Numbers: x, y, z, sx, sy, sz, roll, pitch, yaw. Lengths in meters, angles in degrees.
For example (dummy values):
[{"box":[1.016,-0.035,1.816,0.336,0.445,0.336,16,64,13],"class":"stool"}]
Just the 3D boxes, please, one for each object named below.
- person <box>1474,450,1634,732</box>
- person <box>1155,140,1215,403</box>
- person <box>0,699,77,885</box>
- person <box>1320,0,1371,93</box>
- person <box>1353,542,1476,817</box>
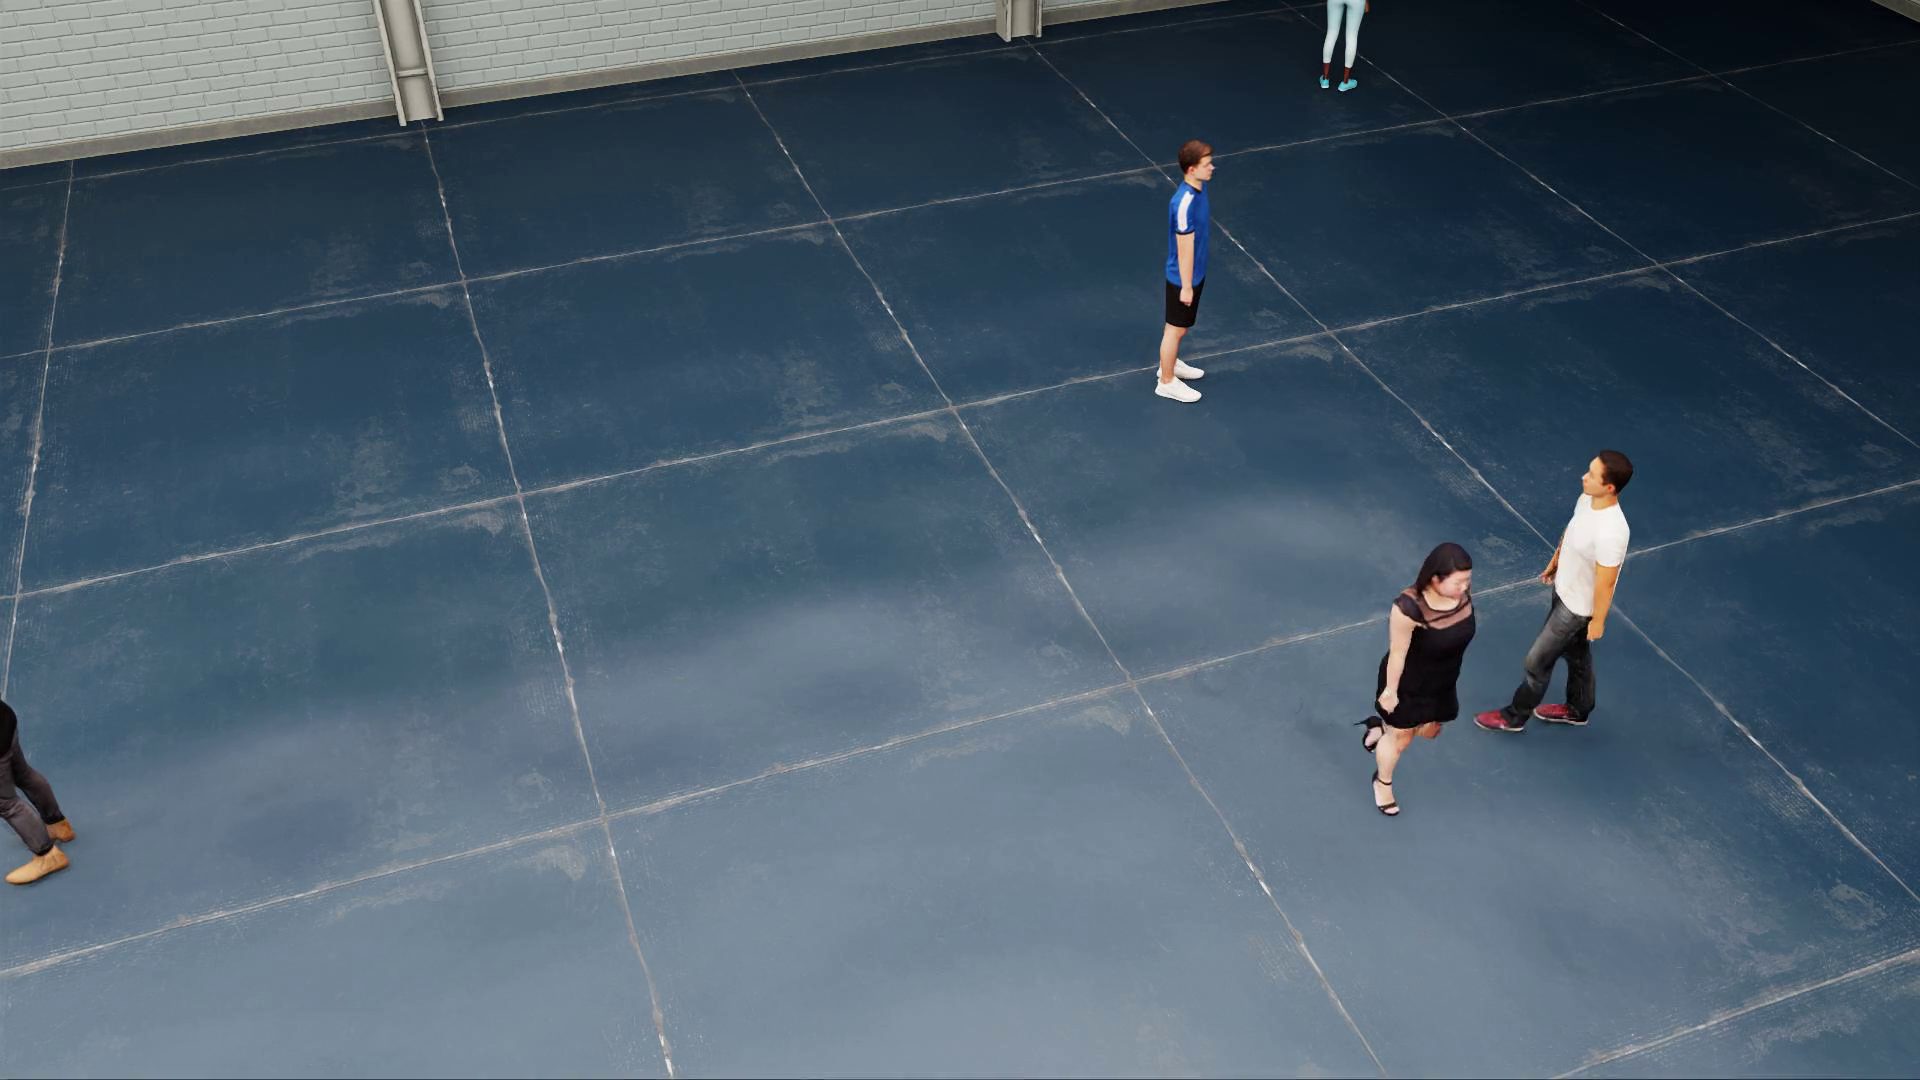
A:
[{"box":[3.302,0.316,8.612,1.016,1.782,0.903,4,38,5],"class":"person"},{"box":[1.528,-1.845,11.305,0.751,1.866,0.737,7,39,9],"class":"person"},{"box":[-4.646,0.906,7.909,0.532,1.718,0.657,-9,39,-11],"class":"person"},{"box":[3.623,-5.076,15.550,0.649,1.725,0.716,14,40,17],"class":"person"},{"box":[2.201,0.647,8.252,0.766,1.704,0.783,-19,42,-23],"class":"person"}]
